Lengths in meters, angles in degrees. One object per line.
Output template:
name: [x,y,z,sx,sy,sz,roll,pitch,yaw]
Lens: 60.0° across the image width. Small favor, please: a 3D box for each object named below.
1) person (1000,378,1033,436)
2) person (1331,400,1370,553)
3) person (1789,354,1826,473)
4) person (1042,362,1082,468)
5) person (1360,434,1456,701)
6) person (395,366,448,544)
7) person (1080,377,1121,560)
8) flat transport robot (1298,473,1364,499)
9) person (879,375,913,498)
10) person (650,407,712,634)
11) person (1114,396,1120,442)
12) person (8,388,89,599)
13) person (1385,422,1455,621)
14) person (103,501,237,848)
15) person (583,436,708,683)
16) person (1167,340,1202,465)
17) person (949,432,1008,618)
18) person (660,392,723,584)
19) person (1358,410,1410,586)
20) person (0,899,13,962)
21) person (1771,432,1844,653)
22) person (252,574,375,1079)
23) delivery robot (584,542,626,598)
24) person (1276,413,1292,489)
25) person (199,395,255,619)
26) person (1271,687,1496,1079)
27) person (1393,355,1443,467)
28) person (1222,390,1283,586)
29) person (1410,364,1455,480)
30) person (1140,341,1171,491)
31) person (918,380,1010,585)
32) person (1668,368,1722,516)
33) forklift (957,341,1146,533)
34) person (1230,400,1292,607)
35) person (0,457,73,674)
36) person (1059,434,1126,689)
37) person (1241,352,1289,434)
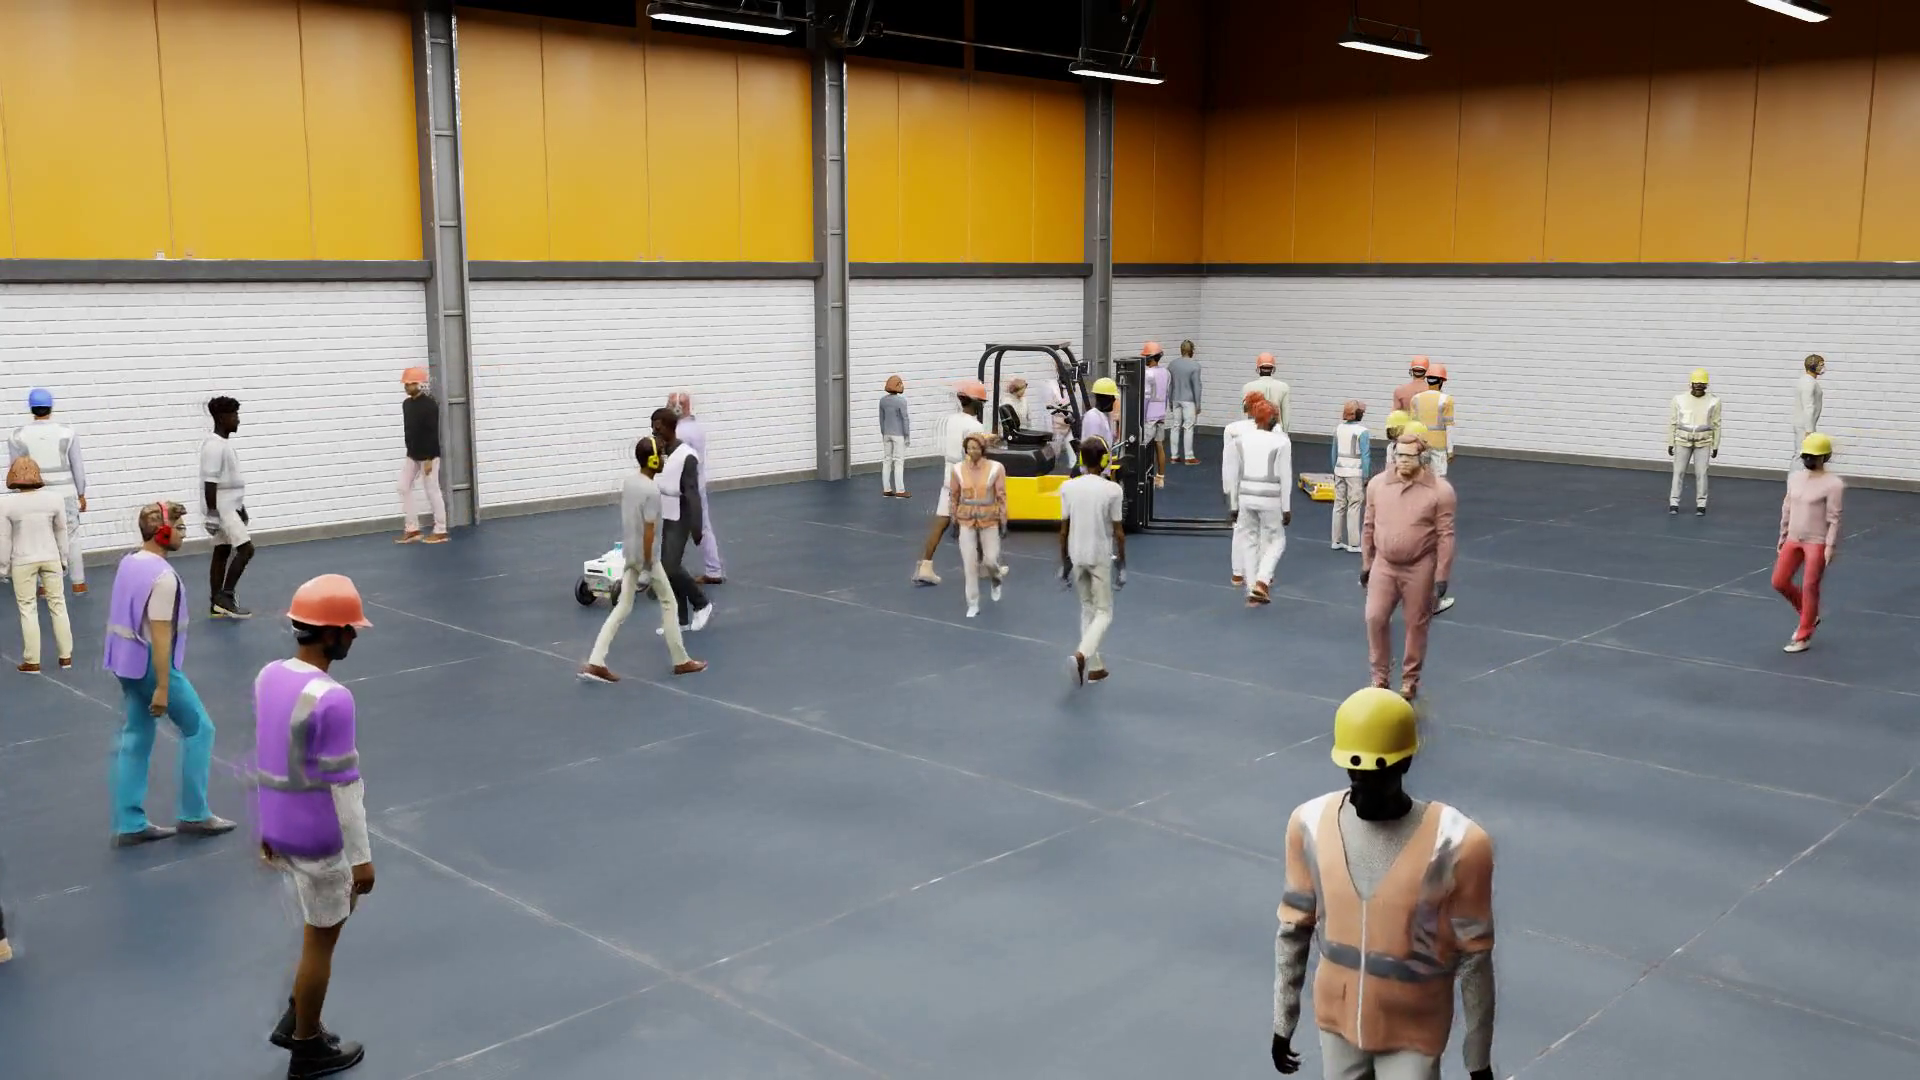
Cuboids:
person: [0.672,-1.343,21.957,0.721,1.611,0.520,7,12,38]
person: [4.185,-0.678,17.818,0.311,1.636,0.523,-5,11,-30]
person: [11.000,-1.446,21.598,0.370,1.941,0.627,4,10,21]
person: [1.377,-1.506,22.441,0.638,1.795,0.958,-5,10,-27]
person: [3.074,0.211,11.578,0.671,1.887,0.659,5,11,30]
person: [-5.989,-0.922,18.281,0.661,1.967,0.701,7,12,38]
person: [1.444,-0.713,17.159,0.401,1.919,0.619,2,10,13]
flat transport robot: [4.966,-0.729,22.308,0.652,0.197,1.431,1,9,3]
person: [-0.857,-1.367,22.045,0.500,1.636,0.283,8,12,40]
person: [-2.375,-0.154,13.794,0.436,1.898,0.581,-7,12,-38]
person: [2.203,-1.340,21.693,0.369,1.685,0.550,6,11,33]
person: [-8.384,-0.428,15.334,0.613,1.946,0.403,-4,10,-24]
person: [3.897,-0.155,14.327,0.896,1.721,0.539,-6,11,-34]
person: [-4.185,0.698,8.802,0.572,1.814,0.690,8,12,40]
person: [-2.368,0.145,12.240,0.963,1.825,0.522,-9,13,-42]
person: [3.482,-2.129,25.790,0.366,1.938,0.630,-9,13,-43]
person: [0.174,-0.151,14.604,0.538,1.622,0.510,2,9,13]
person: [-2.724,-0.482,15.922,0.918,1.862,0.647,2,9,10]
person: [4.240,-0.397,15.887,0.798,1.699,0.489,-4,10,-24]
person: [-4.557,0.896,6.932,0.702,2.000,0.967,8,12,41]
person: [6.722,0.017,13.160,0.393,1.753,0.550,-4,10,-23]
person: [-2.376,1.079,6.192,0.562,1.912,0.454,8,12,41]
delivery robot: [-3.078,0.258,15.097,0.477,0.478,0.707,5,11,28]
person: [3.281,-0.651,17.794,0.529,1.587,0.868,6,11,34]
person: [-6.335,-0.278,14.400,0.510,1.947,0.609,-3,10,-20]
person: [1.145,1.339,4.593,0.628,1.910,0.419,7,12,38]
person: [5.557,-1.245,20.200,0.612,1.995,0.376,3,10,15]
person: [2.801,-0.492,15.916,0.584,1.883,0.337,2,10,14]
person: [5.542,-1.099,19.499,0.543,1.932,0.365,8,12,39]
person: [2.624,-1.694,22.802,0.371,2.044,0.608,8,12,39]
person: [0.004,-0.548,16.003,1.093,1.992,0.624,-7,12,-38]
person: [9.043,-1.203,20.486,0.598,1.824,0.403,4,10,25]
forklift: [0.977,-1.223,19.452,2.313,2.155,1.214,2,9,11]
person: [2.681,-0.319,14.897,0.599,1.867,0.432,6,11,34]
person: [-6.968,0.188,12.515,0.286,1.633,0.501,9,13,43]
person: [0.932,0.166,12.008,0.524,1.850,0.725,5,11,29]
person: [3.802,-1.340,20.790,0.612,1.992,0.392,-1,9,-5]
